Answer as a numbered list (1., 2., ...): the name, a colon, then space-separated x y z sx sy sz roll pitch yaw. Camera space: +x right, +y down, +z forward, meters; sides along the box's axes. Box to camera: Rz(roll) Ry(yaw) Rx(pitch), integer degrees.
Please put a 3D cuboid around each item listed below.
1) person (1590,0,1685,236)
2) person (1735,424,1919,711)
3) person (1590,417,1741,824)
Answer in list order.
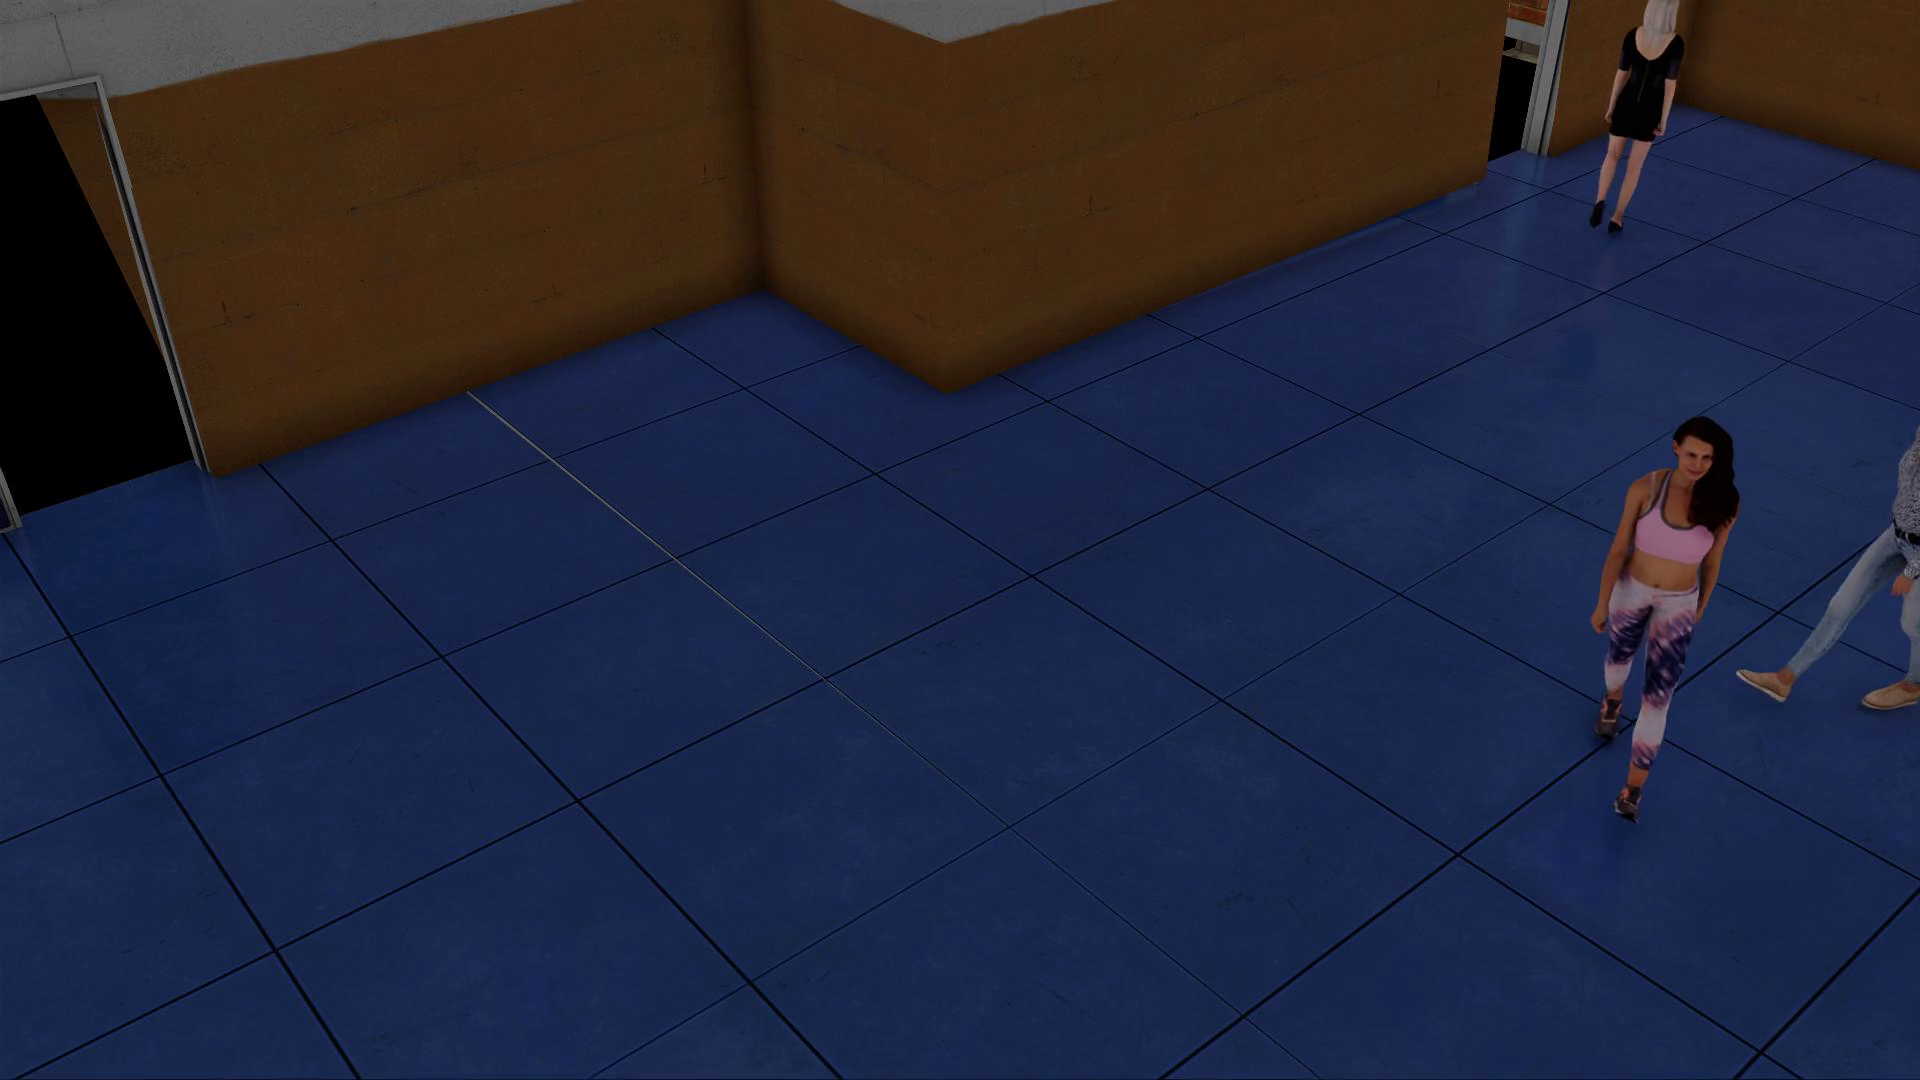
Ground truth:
1. person: 4.776 -2.992 11.790 0.798 1.817 0.765 21 39 29
2. person: 4.237 0.070 7.243 1.109 1.755 1.117 -1 34 -1
3. person: 2.919 0.235 7.032 1.183 1.716 1.009 13 36 19
